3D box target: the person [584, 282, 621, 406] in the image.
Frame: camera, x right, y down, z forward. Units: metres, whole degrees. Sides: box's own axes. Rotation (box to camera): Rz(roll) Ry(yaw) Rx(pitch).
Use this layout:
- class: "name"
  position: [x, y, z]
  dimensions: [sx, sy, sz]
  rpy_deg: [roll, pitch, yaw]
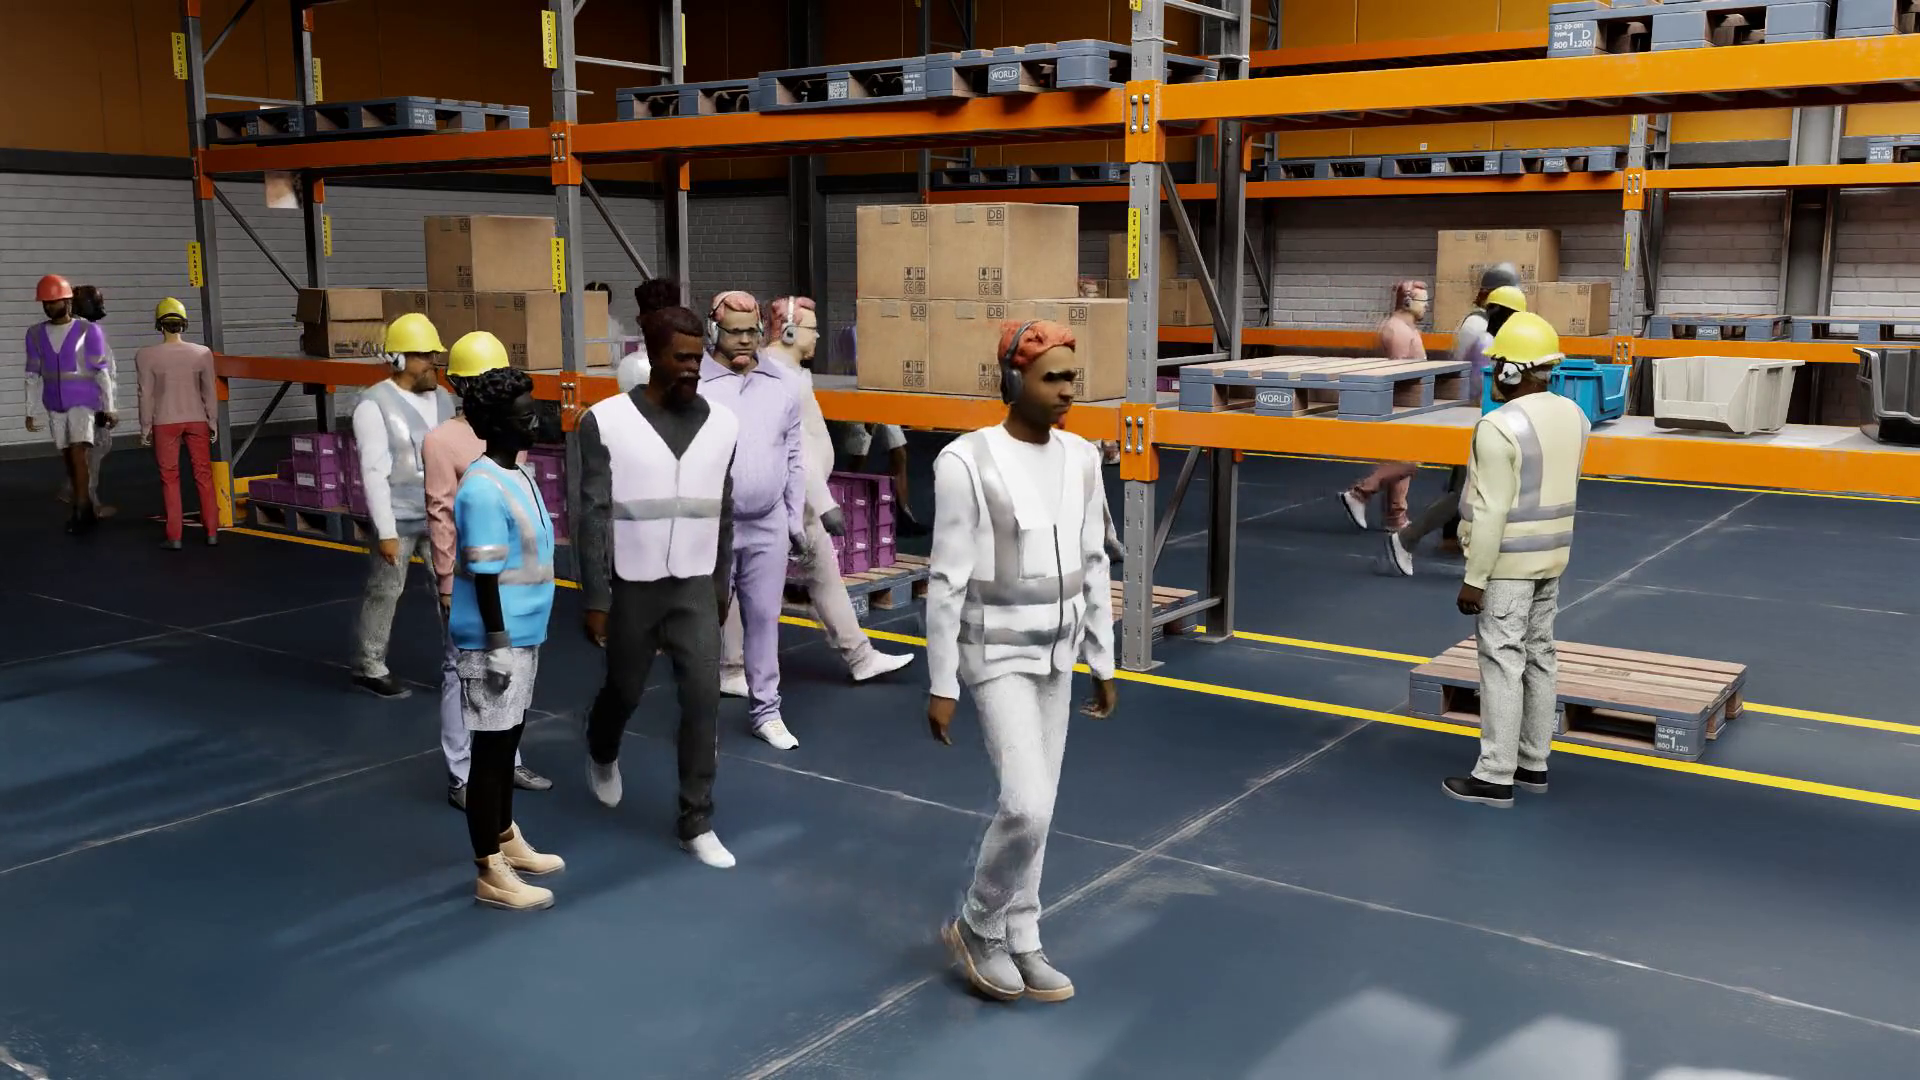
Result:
- class: "person"
  position: [-2.993, -1.283, 14.249]
  dimensions: [0.711, 1.851, 0.529]
  rpy_deg: [0, 10, 3]

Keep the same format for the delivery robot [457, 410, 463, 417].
- class: "delivery robot"
  position: [-5.196, -1.345, 18.185]
  dimensions: [0.477, 0.478, 0.707]
  rpy_deg: [2, 10, 11]

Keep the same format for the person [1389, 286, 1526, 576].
- class: "person"
  position: [3.220, -0.666, 10.508]
  dimensions: [0.855, 1.872, 0.640]
  rpy_deg: [4, 10, 23]

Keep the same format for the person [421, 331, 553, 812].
- class: "person"
  position: [-1.747, 0.118, 6.158]
  dimensions: [0.316, 1.769, 0.525]
  rpy_deg: [4, 10, 24]

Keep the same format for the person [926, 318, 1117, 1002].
- class: "person"
  position: [0.190, 0.346, 4.479]
  dimensions: [0.613, 1.870, 0.416]
  rpy_deg: [-9, 13, -44]

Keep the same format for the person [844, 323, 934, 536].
- class: "person"
  position: [-0.549, -0.941, 12.024]
  dimensions: [0.842, 1.901, 0.573]
  rpy_deg: [6, 11, 31]

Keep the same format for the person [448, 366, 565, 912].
- class: "person"
  position: [-1.436, 0.302, 5.258]
  dimensions: [0.322, 1.697, 0.534]
  rpy_deg: [0, 10, -3]

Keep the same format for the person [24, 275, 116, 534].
- class: "person"
  position: [-6.628, -0.984, 12.268]
  dimensions: [0.581, 1.911, 0.774]
  rpy_deg: [0, 10, -1]

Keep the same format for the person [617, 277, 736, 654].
- class: "person"
  position: [-1.429, -0.346, 8.404]
  dimensions: [0.757, 1.946, 0.608]
  rpy_deg: [8, 12, 39]

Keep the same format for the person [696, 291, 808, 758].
- class: "person"
  position: [-0.909, -0.057, 6.796]
  dimensions: [0.639, 1.904, 0.409]
  rpy_deg: [-5, 11, -28]

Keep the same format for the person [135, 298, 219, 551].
- class: "person"
  position: [-5.479, -0.807, 11.660]
  dimensions: [0.534, 1.767, 0.318]
  rpy_deg: [-9, 13, -42]

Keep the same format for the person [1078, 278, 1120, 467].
- class: "person"
  position: [1.215, -1.635, 16.348]
  dimensions: [1.017, 1.852, 0.673]
  rpy_deg: [7, 12, 38]

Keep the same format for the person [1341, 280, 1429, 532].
- class: "person"
  position: [3.188, -0.966, 12.275]
  dimensions: [0.551, 1.888, 0.644]
  rpy_deg: [2, 10, 13]

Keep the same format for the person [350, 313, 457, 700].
- class: "person"
  position: [-2.413, -0.117, 7.489]
  dimensions: [0.947, 1.782, 0.615]
  rpy_deg: [5, 11, 26]

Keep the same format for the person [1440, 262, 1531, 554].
- class: "person"
  position: [3.665, -0.870, 11.222]
  dimensions: [0.836, 2.000, 0.698]
  rpy_deg: [5, 11, 27]

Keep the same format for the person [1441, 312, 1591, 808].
- class: "person"
  position: [2.059, 0.075, 6.198]
  dimensions: [0.590, 1.837, 0.404]
  rpy_deg: [-8, 12, -40]

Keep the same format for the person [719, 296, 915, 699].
- class: "person"
  position: [-0.714, -0.183, 7.669]
  dimensions: [0.966, 1.854, 0.655]
  rpy_deg: [0, 10, -2]

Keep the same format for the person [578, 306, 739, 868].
- class: "person"
  position: [-1.076, 0.130, 5.774]
  dimensions: [0.616, 1.887, 0.883]
  rpy_deg: [-6, 11, -32]

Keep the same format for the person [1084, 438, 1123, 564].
- class: "person"
  position: [0.908, -0.652, 11.234]
  dimensions: [0.536, 1.586, 0.856]
  rpy_deg: [-9, 13, -44]

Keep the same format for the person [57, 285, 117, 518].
- class: "person"
  position: [-6.855, -1.077, 13.068]
  dimensions: [0.436, 1.836, 0.669]
  rpy_deg: [-8, 13, -40]

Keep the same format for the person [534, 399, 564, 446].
- class: "person"
  position: [-4.096, -1.517, 15.764]
  dimensions: [0.664, 1.822, 0.522]
  rpy_deg: [6, 11, 30]
